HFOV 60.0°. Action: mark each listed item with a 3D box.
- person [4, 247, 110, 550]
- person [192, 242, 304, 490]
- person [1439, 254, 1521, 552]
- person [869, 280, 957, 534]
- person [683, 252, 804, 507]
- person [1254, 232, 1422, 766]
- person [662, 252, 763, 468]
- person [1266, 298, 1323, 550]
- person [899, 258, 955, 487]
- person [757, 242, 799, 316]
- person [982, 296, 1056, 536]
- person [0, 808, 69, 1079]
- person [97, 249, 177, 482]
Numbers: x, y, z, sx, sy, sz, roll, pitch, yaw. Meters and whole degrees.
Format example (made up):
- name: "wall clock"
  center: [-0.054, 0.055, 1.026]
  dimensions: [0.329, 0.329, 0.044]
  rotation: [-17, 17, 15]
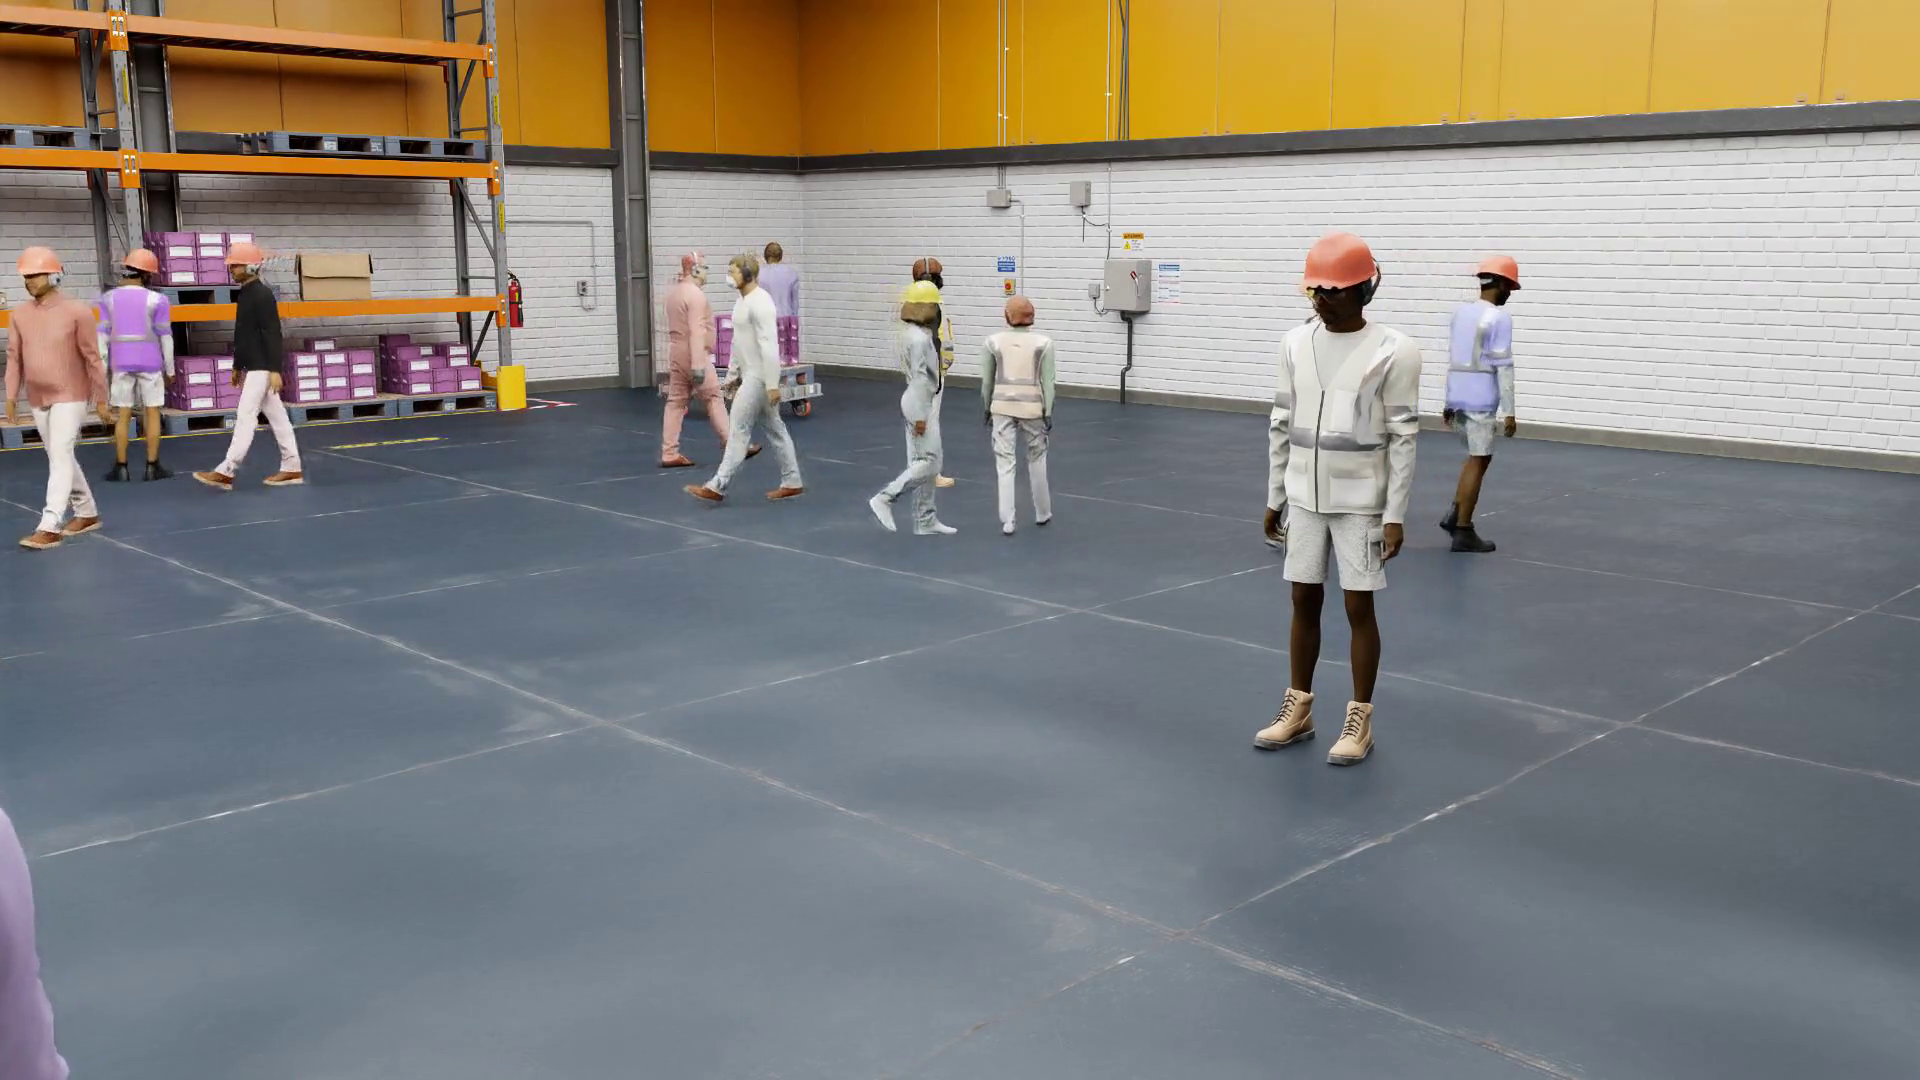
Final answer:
- name: "person"
  center: [-5.997, -0.941, 10.948]
  dimensions: [0.647, 1.947, 0.934]
  rotation: [2, 11, 11]
- name: "person"
  center: [-5.737, -1.372, 13.240]
  dimensions: [0.938, 1.955, 0.653]
  rotation: [-7, 13, -34]
- name: "person"
  center: [3.336, -0.871, 10.680]
  dimensions: [0.508, 1.897, 0.674]
  rotation: [-3, 11, -16]
- name: "person"
  center: [-0.299, -0.871, 11.141]
  dimensions: [0.517, 1.726, 0.492]
  rotation: [-1, 10, -6]
- name: "person"
  center: [-1.623, -1.195, 12.473]
  dimensions: [0.997, 1.885, 0.659]
  rotation: [-3, 11, -18]
- name: "person"
  center: [1.433, -0.150, 6.387]
  dimensions: [0.605, 2.033, 0.392]
  rotation: [9, 14, 40]
- name: "person"
  center: [-2.220, -1.571, 14.570]
  dimensions: [0.932, 1.863, 0.674]
  rotation: [-7, 12, -32]
- name: "person"
  center: [2.365, -0.843, 10.818]
  dimensions: [0.988, 1.796, 0.531]
  rotation: [-8, 13, -37]
- name: "person"
  center: [-0.264, -1.352, 13.461]
  dimensions: [0.429, 1.843, 0.629]
  rotation: [-3, 11, -18]
- name: "person"
  center: [-2.259, -2.667, 20.363]
  dimensions: [0.627, 1.941, 0.370]
  rotation: [-8, 13, -37]
- name: "person"
  center: [0.404, -0.861, 11.419]
  dimensions: [0.512, 1.608, 0.749]
  rotation: [1, 10, 6]
- name: "person"
  center: [-1.086, 0.810, 1.489]
  dimensions: [0.643, 1.910, 0.399]
  rotation: [-2, 11, -9]
- name: "person"
  center: [-6.833, -1.419, 13.696]
  dimensions: [0.716, 1.905, 0.393]
  rotation: [-2, 11, -9]
